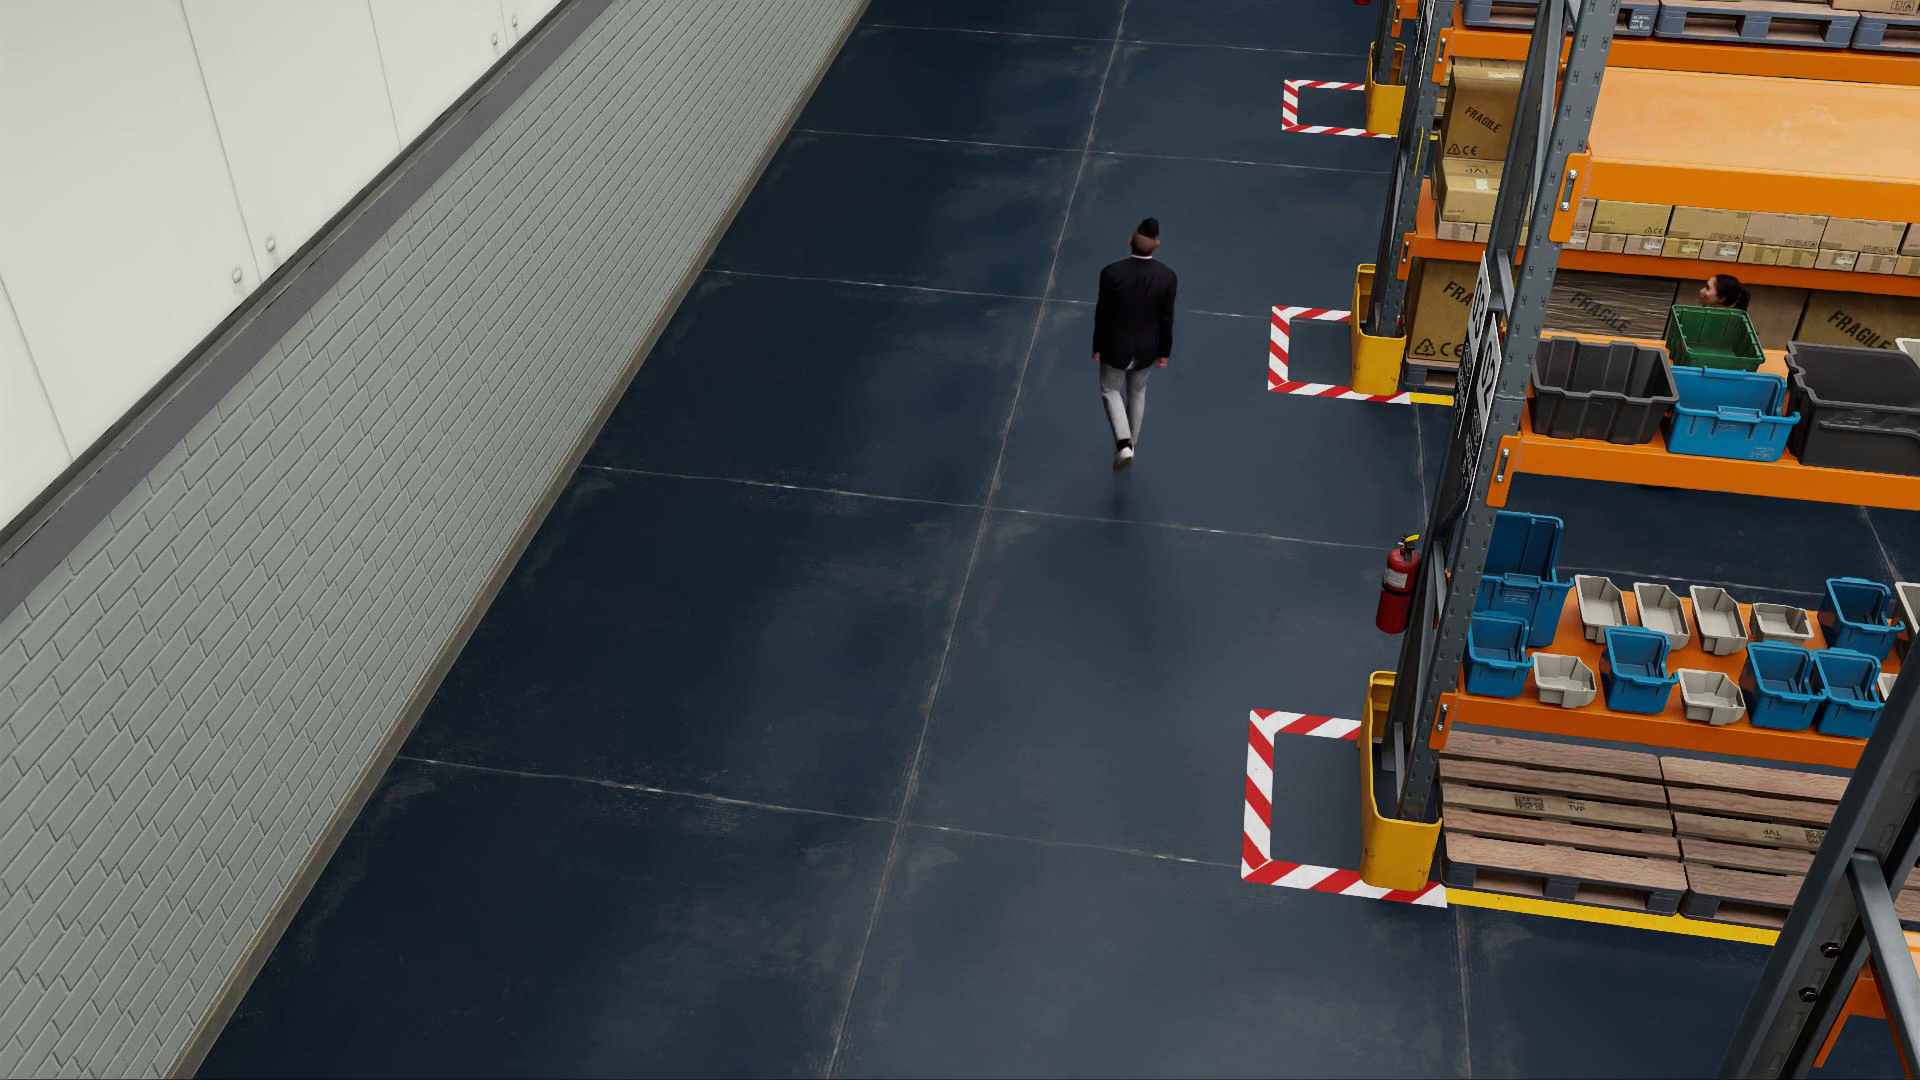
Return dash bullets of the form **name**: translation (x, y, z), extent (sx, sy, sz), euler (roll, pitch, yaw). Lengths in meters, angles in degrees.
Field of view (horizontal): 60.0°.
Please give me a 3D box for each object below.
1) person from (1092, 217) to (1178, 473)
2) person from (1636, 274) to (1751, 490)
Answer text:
- **person**: translation (1.179, -1.291, 11.340), extent (0.955, 1.934, 0.899), euler (-2, 37, -3)
- **person**: translation (5.035, -1.023, 11.210), extent (0.663, 1.663, 0.663), euler (13, 39, 16)
